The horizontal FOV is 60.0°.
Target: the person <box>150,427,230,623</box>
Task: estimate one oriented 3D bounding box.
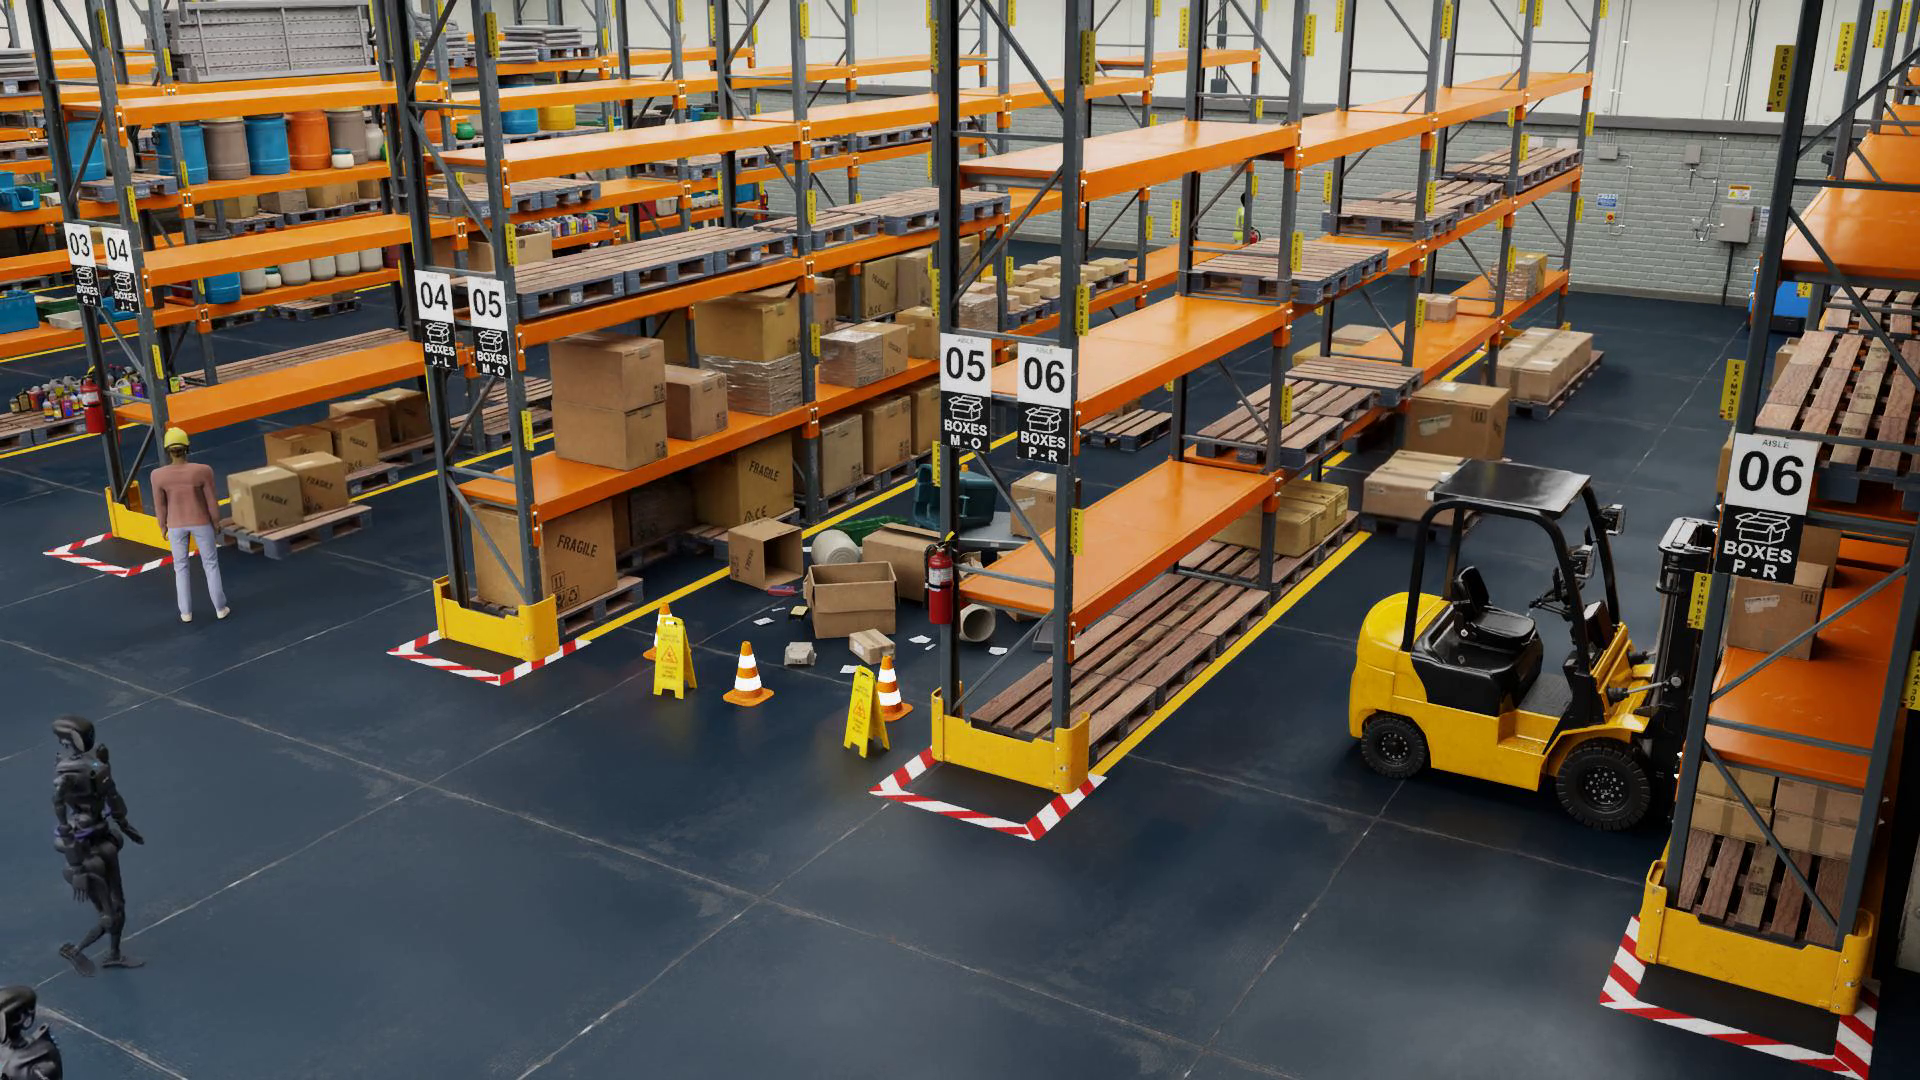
[{"bbox_3d":[-6.823,-0.135,14.733,0.521,1.760,0.341,-6,20,-16],"label":"person"}]

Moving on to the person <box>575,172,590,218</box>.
[{"bbox_3d":[-7.971,-7.219,35.220,0.944,1.756,0.543,12,22,31],"label":"person"}]

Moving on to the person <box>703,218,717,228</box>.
[{"bbox_3d":[-5.240,-7.062,34.865,0.491,1.688,0.348,-6,20,-16],"label":"person"}]

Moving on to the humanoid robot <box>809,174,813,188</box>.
[{"bbox_3d":[-3.211,-7.070,34.882,0.306,1.655,0.615,-2,19,-6],"label":"humanoid robot"}]

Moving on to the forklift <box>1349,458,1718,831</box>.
[{"bbox_3d":[3.988,0.658,11.776,2.313,2.155,1.214,11,22,29],"label":"forklift"}]

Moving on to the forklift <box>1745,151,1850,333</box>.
[{"bbox_3d":[13.620,-4.667,26.137,1.873,2.768,1.129,11,22,29],"label":"forklift"}]

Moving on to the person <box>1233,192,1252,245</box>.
[{"bbox_3d":[5.165,-5.510,30.375,0.319,1.686,0.537,-1,19,-3],"label":"person"}]

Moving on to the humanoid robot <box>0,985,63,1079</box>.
[{"bbox_3d":[-3.854,2.617,6.932,0.597,1.636,0.708,12,22,30],"label":"humanoid robot"}]

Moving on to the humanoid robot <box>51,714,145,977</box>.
[{"bbox_3d":[-4.968,1.727,9.479,0.420,1.644,0.597,0,19,1],"label":"humanoid robot"}]
